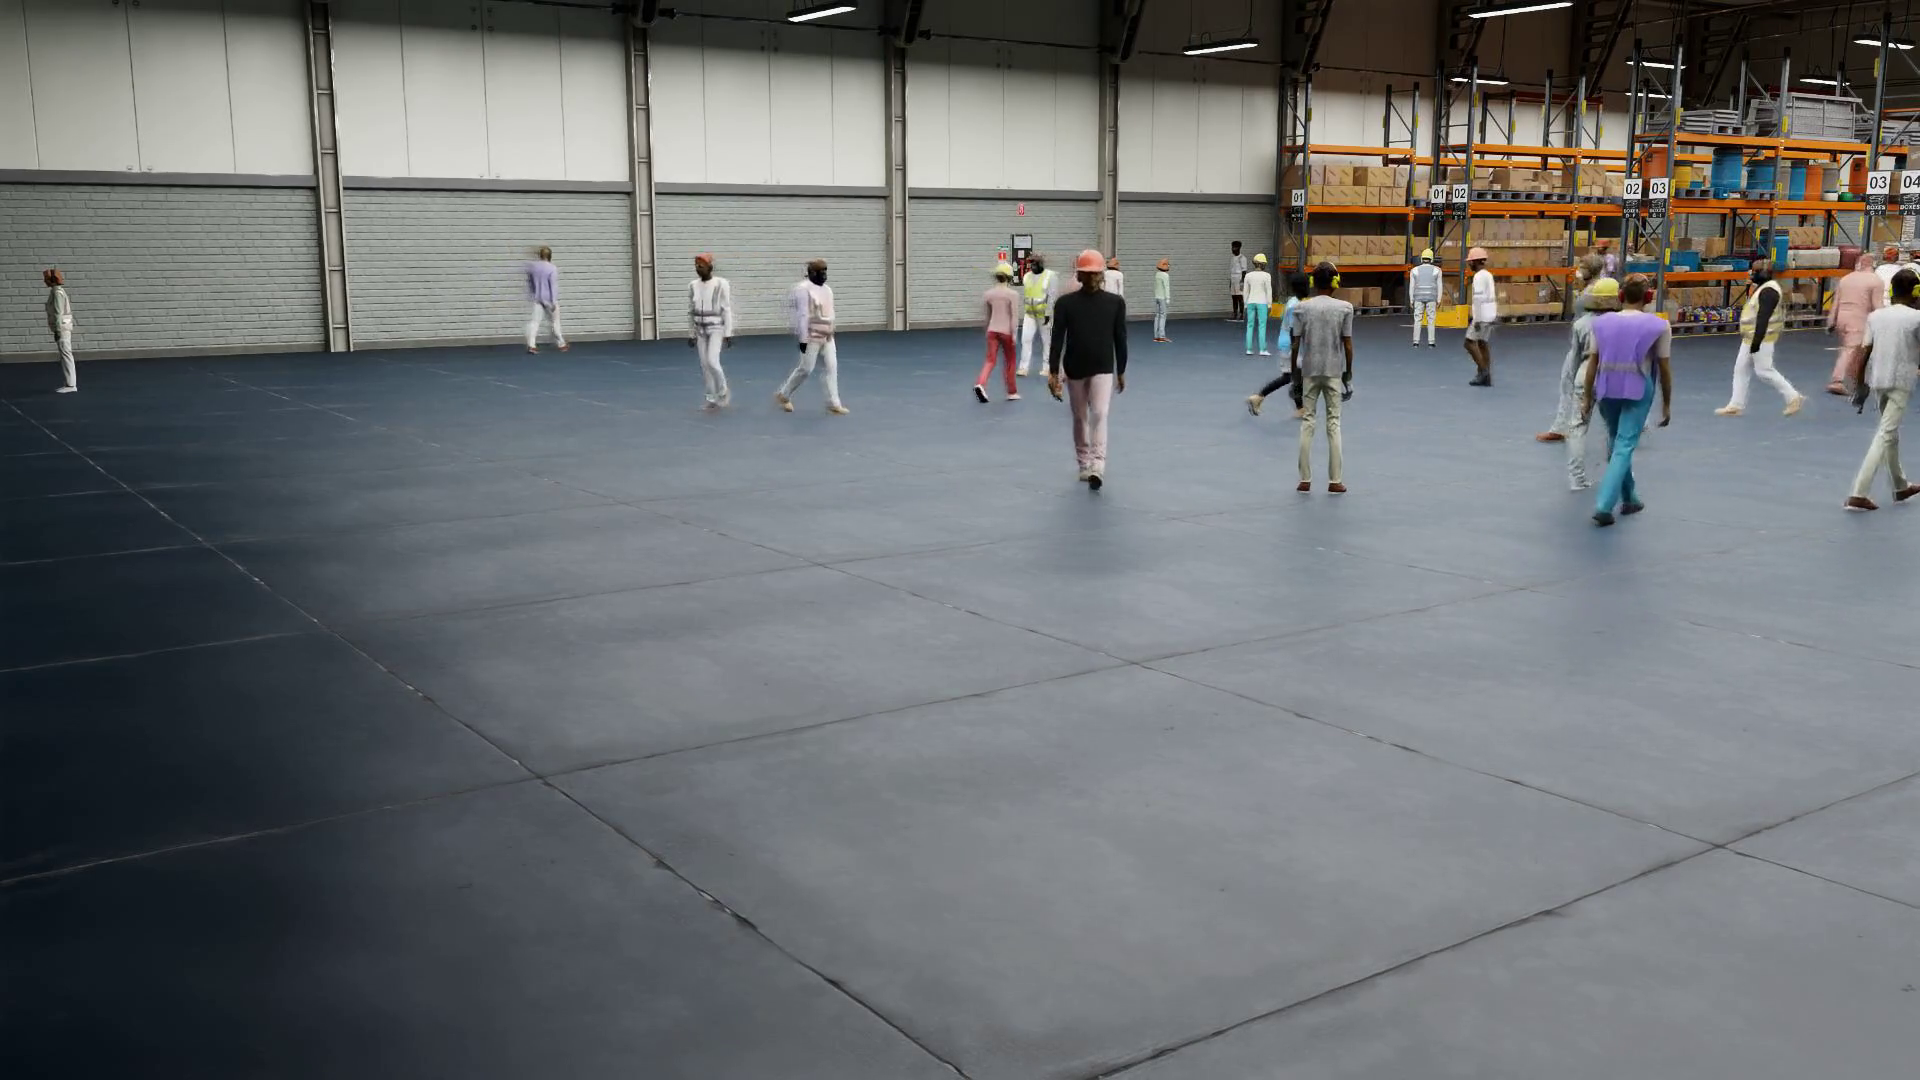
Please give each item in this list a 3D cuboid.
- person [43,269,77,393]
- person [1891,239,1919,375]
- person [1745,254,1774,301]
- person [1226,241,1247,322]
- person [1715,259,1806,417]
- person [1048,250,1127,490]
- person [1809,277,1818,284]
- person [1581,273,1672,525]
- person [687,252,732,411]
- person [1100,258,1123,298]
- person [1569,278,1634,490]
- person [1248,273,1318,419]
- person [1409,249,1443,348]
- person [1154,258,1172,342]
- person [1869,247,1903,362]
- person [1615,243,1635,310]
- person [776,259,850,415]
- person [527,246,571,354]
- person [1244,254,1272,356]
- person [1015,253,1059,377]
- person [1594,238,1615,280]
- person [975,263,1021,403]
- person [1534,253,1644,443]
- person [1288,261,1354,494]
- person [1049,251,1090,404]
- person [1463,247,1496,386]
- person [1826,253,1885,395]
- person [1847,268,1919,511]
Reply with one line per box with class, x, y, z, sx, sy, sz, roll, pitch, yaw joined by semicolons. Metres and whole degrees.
person;-11.915;-2.763;22.027;0.312;1.634;0.510;-6;12;-29
person;14.128;-3.461;24.730;0.680;2.000;0.535;-4;11;-21
person;16.445;-5.022;34.234;0.535;1.697;0.318;3;11;17
person;6.734;-6.294;40.463;0.362;1.963;0.613;-4;11;-20
person;9.201;-2.297;18.989;0.852;1.812;0.623;3;11;14
person;1.053;-1.402;13.707;0.646;1.938;1.044;1;10;5
person;25.508;-7.753;49.403;0.531;1.610;0.586;2;10;8
person;4.833;-1.025;12.044;0.579;1.799;0.994;10;14;43
person;-2.968;-2.439;19.587;0.613;1.869;0.414;6;12;28
person;3.105;-4.963;34.122;0.497;1.626;0.296;6;12;31
person;5.287;-1.281;13.651;0.798;1.709;0.508;-10;14;-42
person;3.655;-2.175;18.719;0.727;1.663;0.560;2;10;10
person;8.620;-4.461;30.784;0.590;1.833;0.404;3;11;18
person;3.994;-4.720;32.751;0.273;1.632;0.507;-4;11;-19
person;15.218;-3.853;27.313;0.358;1.883;0.572;-10;14;-43
person;14.752;-5.595;36.793;0.406;1.911;0.638;-1;10;-7
person;-1.731;-2.364;19.365;0.868;1.816;0.636;6;12;29
person;-7.346;-4.239;29.434;0.644;1.896;1.017;5;11;24
person;5.182;-4.081;28.904;0.523;1.762;0.329;8;13;37
person;1.110;-3.292;24.454;0.622;1.806;0.827;6;12;30
person;14.017;-5.597;36.472;0.525;2.022;0.615;-9;14;-41
person;0.476;-2.578;20.741;0.528;1.738;0.792;7;12;32
person;6.279;-1.879;16.451;0.946;1.912;0.632;2;11;11
person;2.898;-1.294;13.344;0.519;1.865;0.331;4;11;19
person;1.465;-2.581;20.315;0.663;1.888;0.659;-1;10;-6
person;7.168;-3.072;22.946;0.476;1.912;0.578;6;12;31
person;11.803;-2.825;21.835;1.028;1.838;0.722;-4;11;-20
person;7.105;-1.133;12.579;0.965;1.817;0.520;-4;11;-22
